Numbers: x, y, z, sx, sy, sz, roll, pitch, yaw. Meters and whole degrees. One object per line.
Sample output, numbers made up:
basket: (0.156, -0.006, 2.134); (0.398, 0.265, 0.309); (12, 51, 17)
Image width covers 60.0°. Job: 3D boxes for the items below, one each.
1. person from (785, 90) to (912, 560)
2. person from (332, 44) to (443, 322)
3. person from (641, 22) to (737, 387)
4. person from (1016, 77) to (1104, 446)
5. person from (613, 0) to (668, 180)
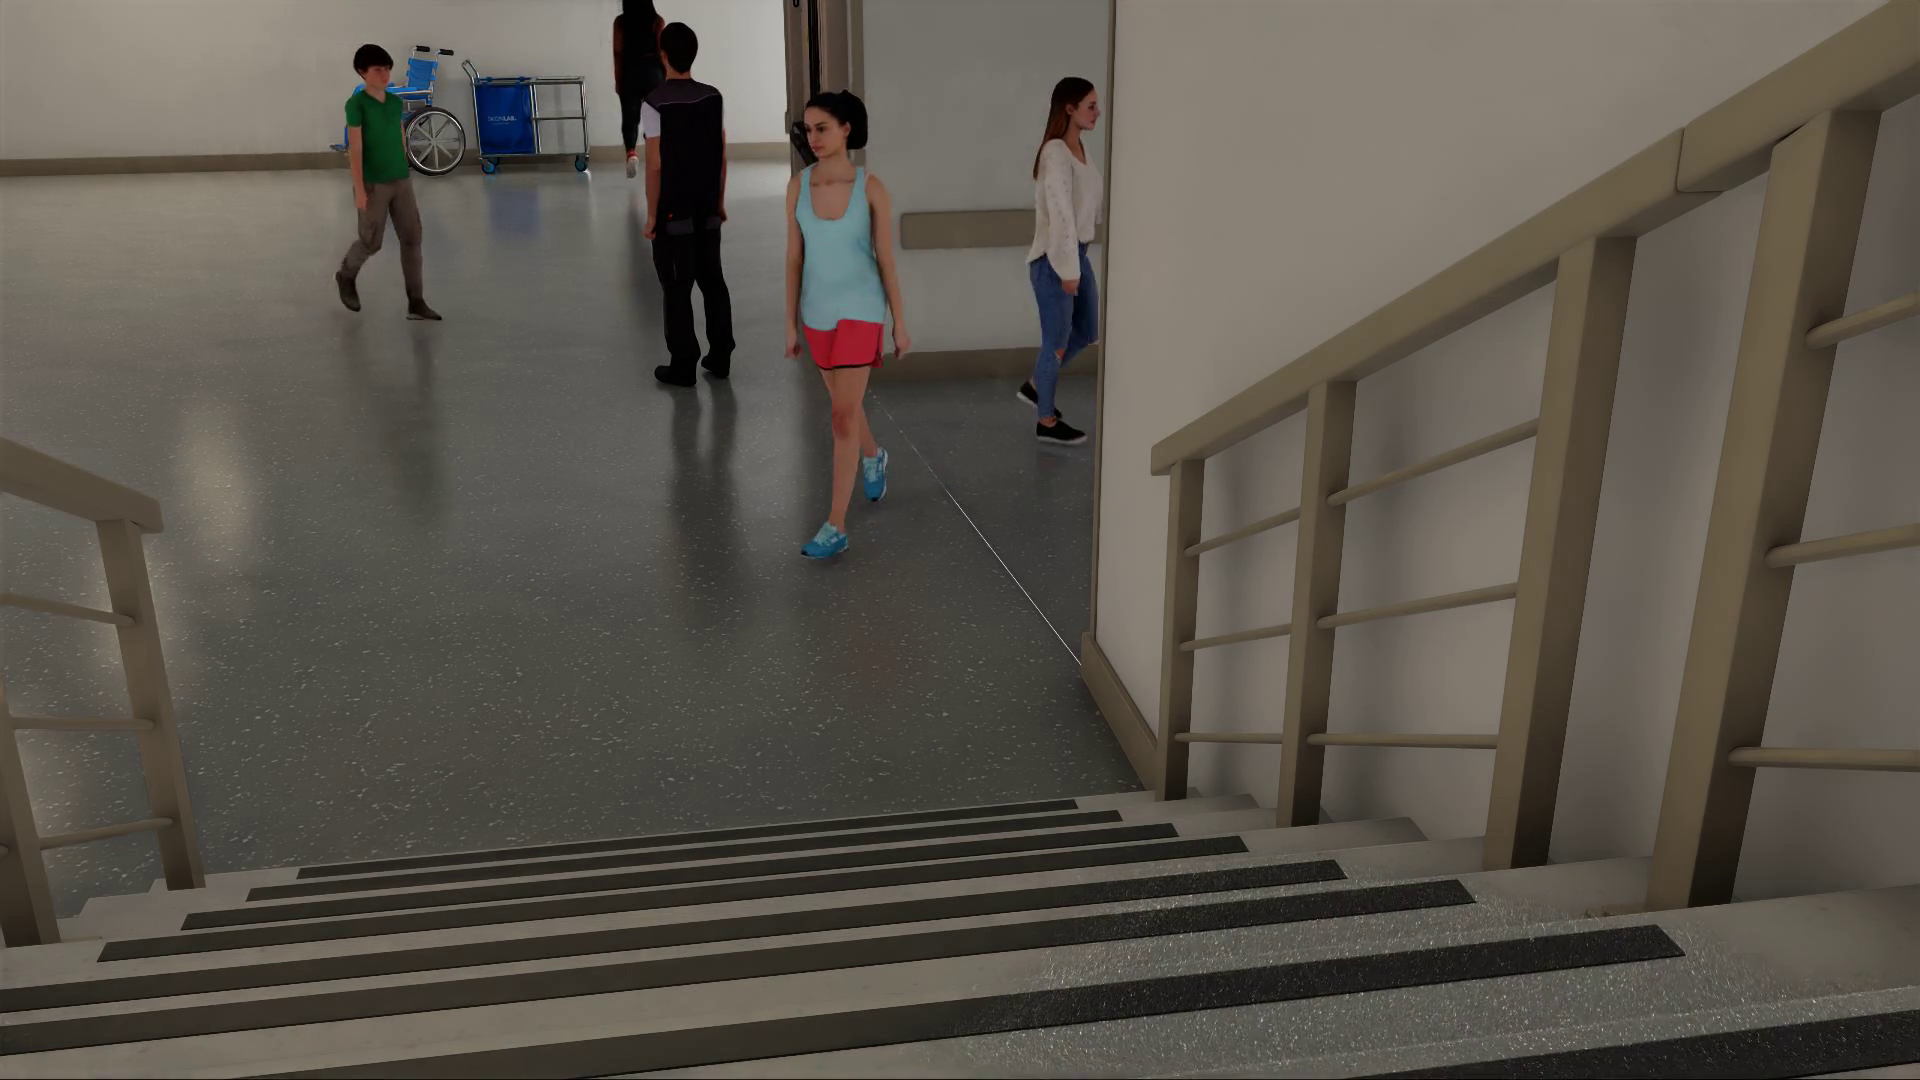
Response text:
person: (-0.422, -0.850, 6.514); (1.044, 1.726, 1.292); (6, 22, 16)
person: (-3.555, -2.137, 10.052); (1.098, 1.626, 1.059); (14, 25, 32)
person: (-1.424, -1.741, 8.693); (0.742, 1.849, 0.755); (-18, 27, -39)
person: (0.389, -1.269, 7.681); (0.817, 1.683, 0.743); (9, 23, 24)
person: (-2.922, -4.198, 15.253); (0.757, 1.798, 1.048); (-1, 21, -3)
